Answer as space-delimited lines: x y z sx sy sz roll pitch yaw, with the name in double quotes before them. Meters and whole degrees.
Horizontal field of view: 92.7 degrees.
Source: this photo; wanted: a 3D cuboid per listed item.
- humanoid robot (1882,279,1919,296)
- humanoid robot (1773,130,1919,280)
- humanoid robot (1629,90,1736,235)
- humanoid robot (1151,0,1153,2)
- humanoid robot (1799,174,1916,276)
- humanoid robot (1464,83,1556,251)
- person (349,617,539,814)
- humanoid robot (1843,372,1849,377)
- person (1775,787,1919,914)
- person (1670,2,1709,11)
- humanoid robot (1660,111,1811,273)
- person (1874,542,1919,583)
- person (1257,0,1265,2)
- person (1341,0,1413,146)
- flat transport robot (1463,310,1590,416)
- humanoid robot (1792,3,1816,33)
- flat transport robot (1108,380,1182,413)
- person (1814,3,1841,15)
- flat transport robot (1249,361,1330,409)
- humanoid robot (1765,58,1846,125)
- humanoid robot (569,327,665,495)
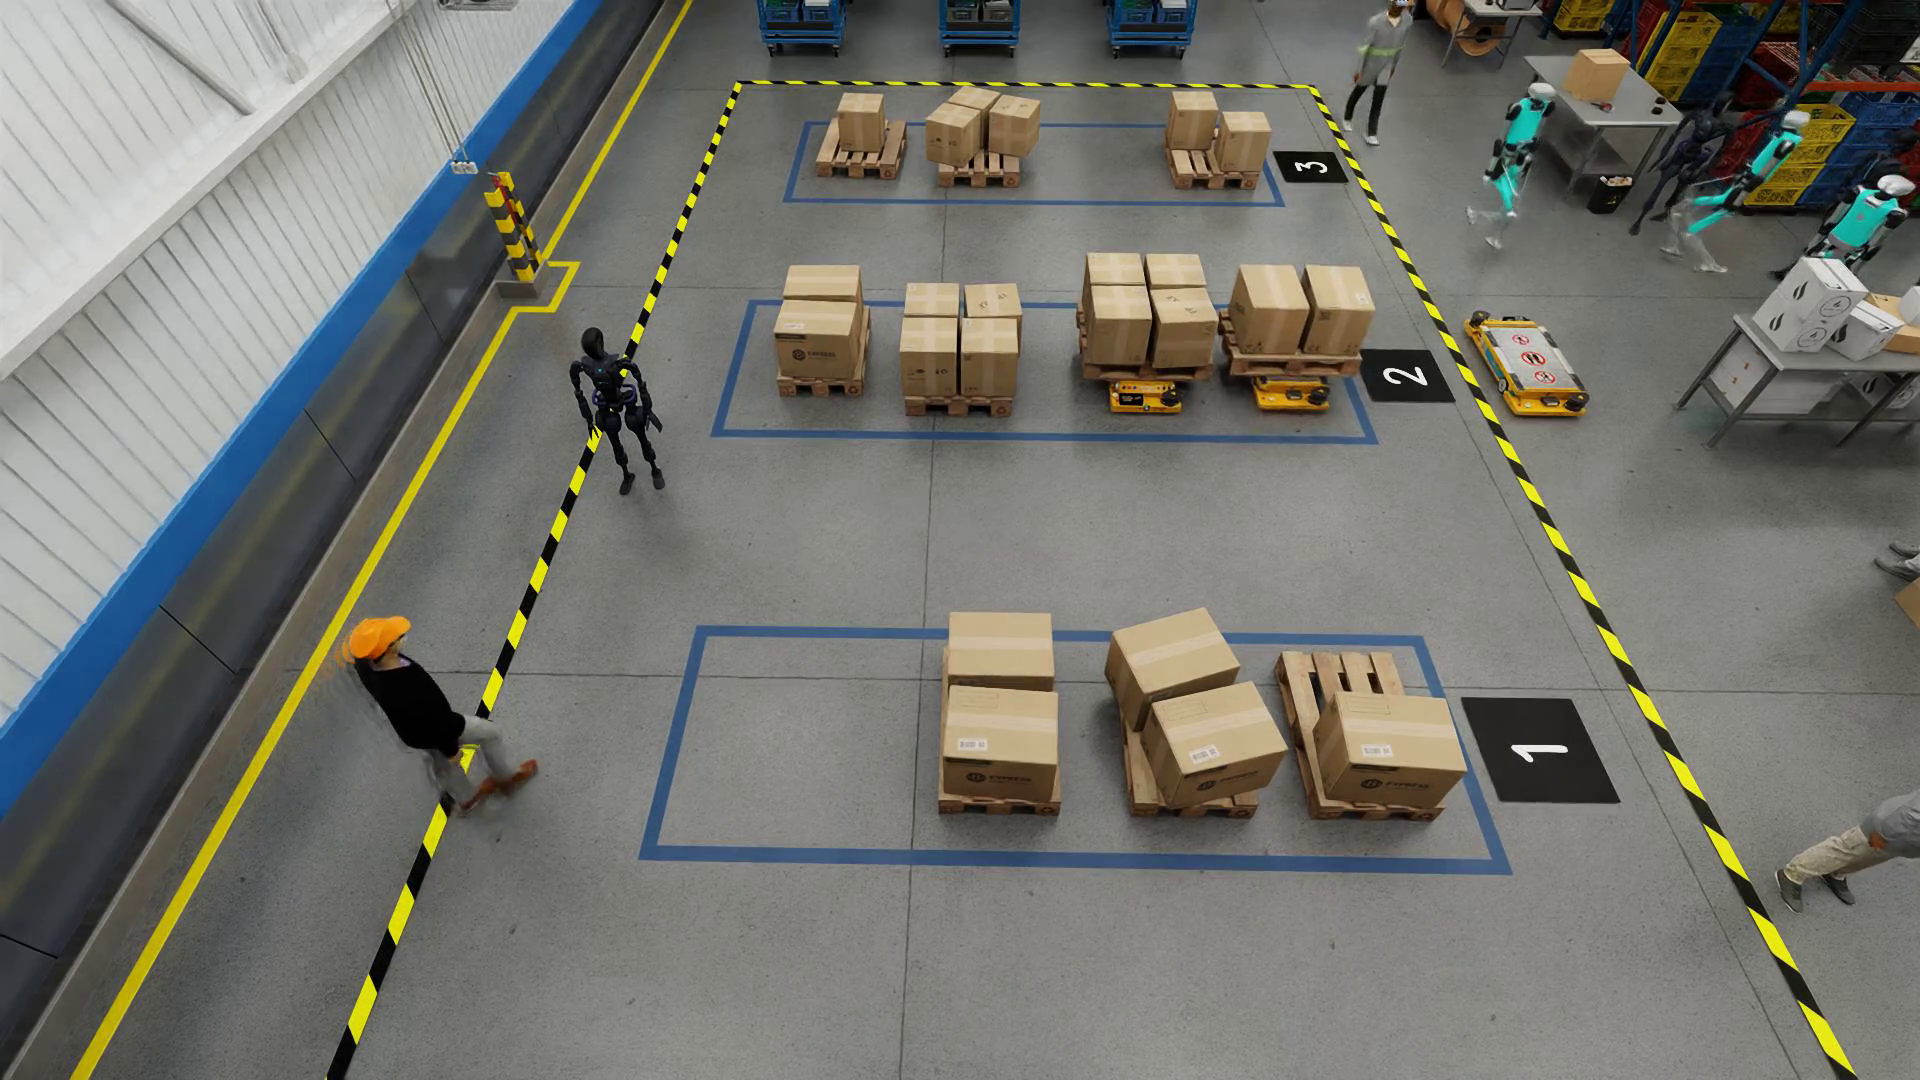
"humanoid robot" 10.193 -2.985 9.198 0.589 1.631 0.680 -37 58 -27
"humanoid robot" 9.382 -3.495 9.662 0.771 1.632 0.616 -3 49 -3
"humanoid robot" 8.191 -4.261 10.323 0.682 1.651 0.603 -35 58 -26
"humanoid robot" 3.050 -8.974 14.373 0.338 1.645 0.600 3 49 3
"humanoid robot" 8.654 -2.733 8.987 0.839 1.855 0.568 -18 51 -15
"humanoid robot" 6.089 -4.016 10.039 0.545 1.732 1.034 -11 50 -9
"person" -3.140 1.046 5.579 0.585 1.849 0.658 23 53 19
"humanoid robot" 8.764 -2.092 8.395 0.545 1.756 0.899 3 49 3
"person" 5.373 1.602 5.153 0.560 1.768 0.399 -5 49 -4
"person" 10.714 -7.985 13.322 0.361 1.963 0.613 -5 49 -5
"humanoid robot" 8.138 -3.703 9.752 0.950 1.739 0.531 28 55 22
"person" 7.739 -0.414 6.789 0.602 1.939 0.412 -30 55 -23
"person" 5.069 -9.931 15.025 0.627 1.939 0.377 22 53 18
"person" 5.356 -6.036 11.736 0.609 1.813 0.937 -2 49 -2
"flat transport robot" 5.573 -1.757 9.054 0.659 0.231 1.431 1 49 1
"humanoid robot" 12.577 -7.930 13.478 0.610 1.646 0.399 -36 58 -27
"flat transport robot" 1.773 -1.807 9.079 0.652 0.197 1.431 1 49 1
"person" 12.460 -7.522 13.004 0.631 1.841 0.429 11 50 10
"flat transport robot" 3.174 -1.834 9.102 0.652 0.197 1.431 1 49 1
"humanoid robot" 11.044 -6.038 11.852 0.707 1.883 0.538 0 49 0
"humanoid robot" -2.774 -1.037 7.492 0.599 1.653 0.315 -7 50 -6
